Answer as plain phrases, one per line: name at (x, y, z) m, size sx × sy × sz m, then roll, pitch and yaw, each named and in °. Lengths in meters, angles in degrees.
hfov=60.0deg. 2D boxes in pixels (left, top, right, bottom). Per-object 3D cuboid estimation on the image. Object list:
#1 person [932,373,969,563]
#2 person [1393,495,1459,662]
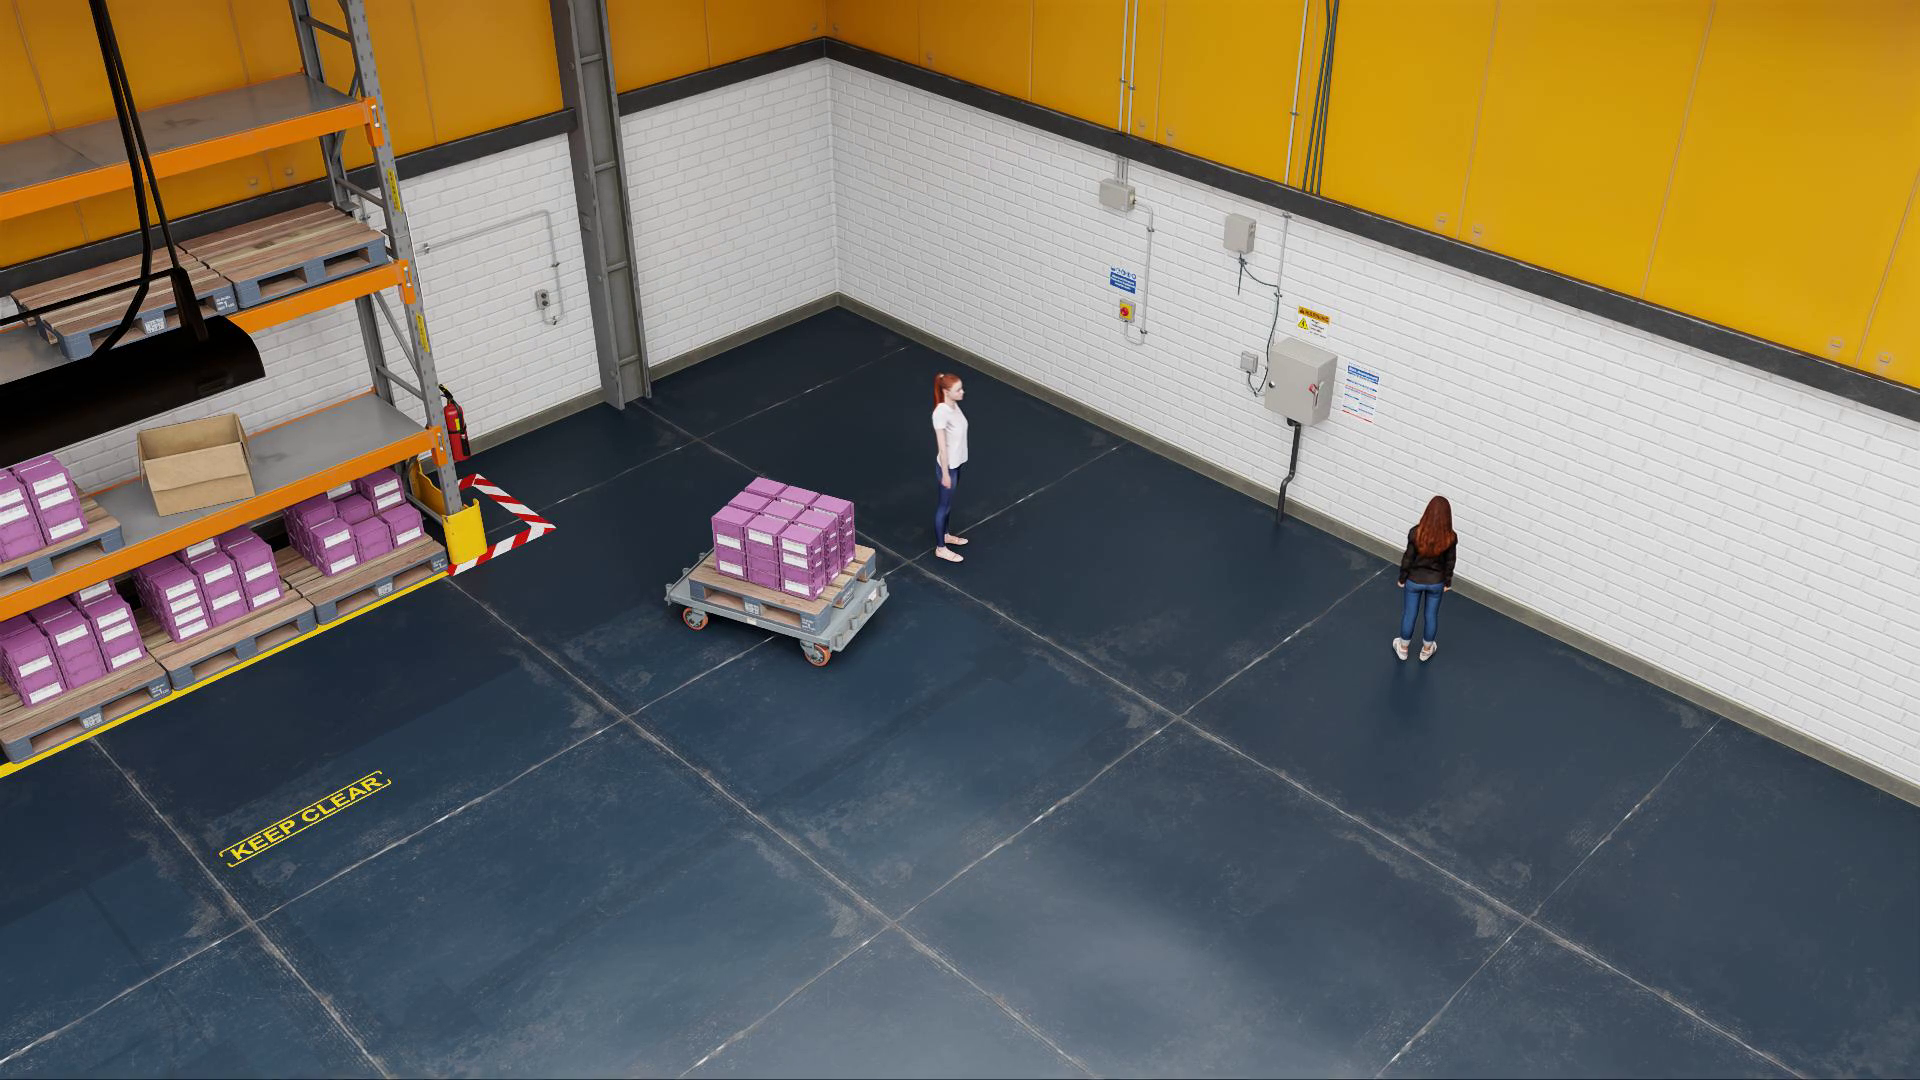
person at (-0.108, -0.645, 14.222) m, size 0.710 × 1.739 × 0.622 m, roll 7°, pitch 34°, yaw 10°
person at (3.650, 0.298, 13.035) m, size 0.638 × 1.483 × 0.670 m, roll 5°, pitch 34°, yaw 7°
